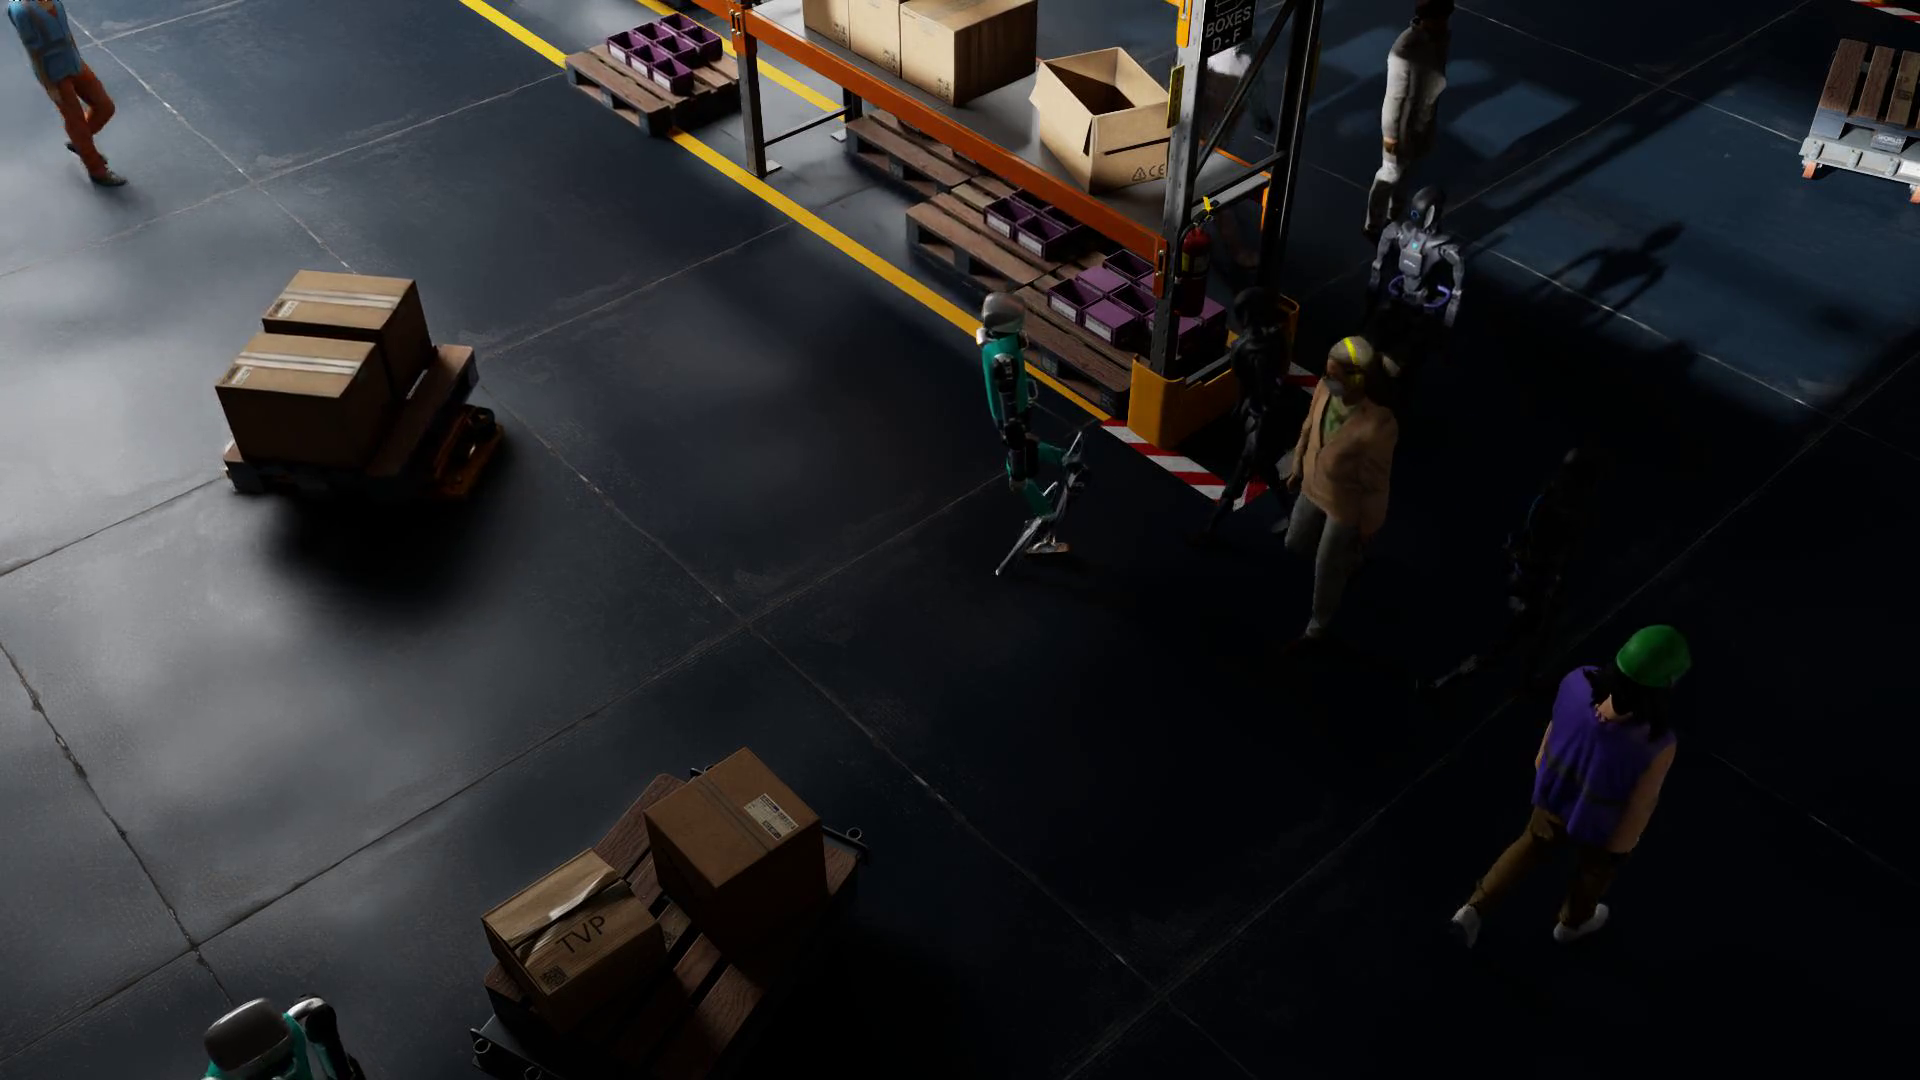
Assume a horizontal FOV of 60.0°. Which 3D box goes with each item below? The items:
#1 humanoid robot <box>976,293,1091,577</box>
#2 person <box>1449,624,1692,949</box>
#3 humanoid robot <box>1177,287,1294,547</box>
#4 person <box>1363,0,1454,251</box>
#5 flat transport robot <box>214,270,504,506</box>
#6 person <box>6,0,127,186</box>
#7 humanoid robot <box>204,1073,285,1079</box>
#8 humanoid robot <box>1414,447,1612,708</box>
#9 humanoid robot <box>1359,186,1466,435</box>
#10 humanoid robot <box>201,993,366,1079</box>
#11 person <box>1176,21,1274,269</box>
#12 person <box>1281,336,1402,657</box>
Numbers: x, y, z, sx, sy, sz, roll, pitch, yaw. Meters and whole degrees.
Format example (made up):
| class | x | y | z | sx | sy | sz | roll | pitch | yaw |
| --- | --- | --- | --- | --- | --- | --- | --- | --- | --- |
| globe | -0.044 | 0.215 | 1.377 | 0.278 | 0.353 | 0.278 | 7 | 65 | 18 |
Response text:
| class | x | y | z | sx | sy | sz | roll | pitch | yaw |
| --- | --- | --- | --- | --- | --- | --- | --- | --- | --- |
| humanoid robot | 0.461 | -0.490 | 8.572 | 0.768 | 1.808 | 0.537 | -4 | 43 | -4 |
| person | 2.503 | 1.062 | 6.733 | 0.739 | 1.910 | 0.539 | -23 | 47 | -23 |
| humanoid robot | 1.595 | -0.631 | 8.776 | 0.769 | 1.620 | 0.599 | -2 | 43 | -2 |
| person | 2.963 | -2.767 | 10.961 | 0.520 | 1.824 | 0.363 | -31 | 51 | -29 |
| flat transport robot | -3.467 | -0.554 | 9.697 | 1.431 | 0.231 | 0.659 | 6 | 43 | 6 |
| person | -6.234 | -3.265 | 11.547 | 0.411 | 1.751 | 0.505 | 8 | 43 | 8 |
| humanoid robot | -2.447 | 2.286 | 5.557 | 0.725 | 1.825 | 0.538 | 17 | 45 | 18 |
| humanoid robot | 2.658 | 0.183 | 7.898 | 0.773 | 1.630 | 0.611 | 2 | 43 | 2 |
| humanoid robot | 2.615 | -1.293 | 9.471 | 0.615 | 1.644 | 0.477 | 31 | 51 | 29 |
| humanoid robot | -2.013 | 2.258 | 5.592 | 0.867 | 1.831 | 0.530 | 29 | 50 | 28 |
| person | 1.757 | -2.707 | 10.867 | 1.013 | 1.854 | 0.658 | 34 | 52 | 31 |
| person | 1.906 | -0.238 | 8.180 | 0.548 | 1.860 | 0.612 | -17 | 45 | -18 |
